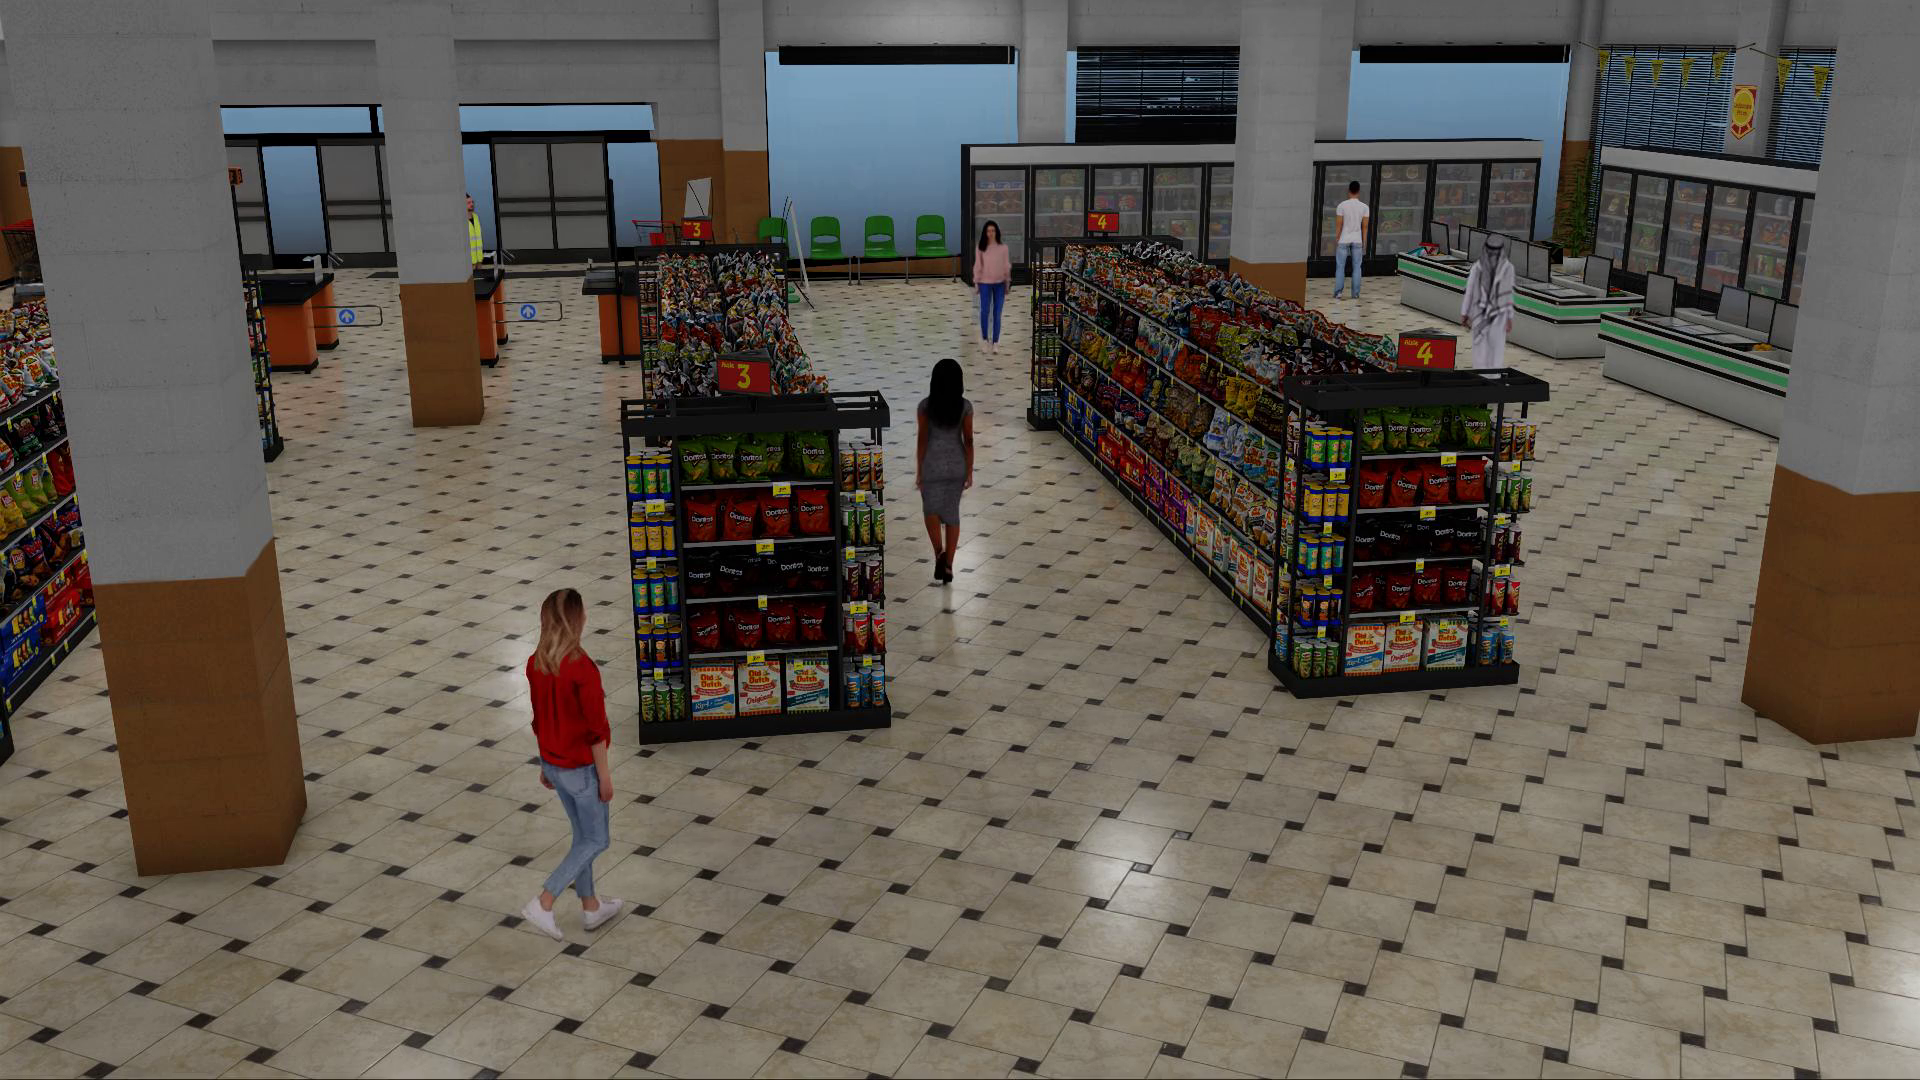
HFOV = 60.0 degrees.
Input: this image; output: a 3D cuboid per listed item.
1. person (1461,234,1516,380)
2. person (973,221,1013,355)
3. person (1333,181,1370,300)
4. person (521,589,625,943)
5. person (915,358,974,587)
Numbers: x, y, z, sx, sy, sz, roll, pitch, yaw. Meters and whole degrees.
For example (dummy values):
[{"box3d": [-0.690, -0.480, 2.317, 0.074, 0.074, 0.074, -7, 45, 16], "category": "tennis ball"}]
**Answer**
[{"box3d": [6.020, -2.484, 18.910, 0.966, 1.900, 1.205, 3, 17, 11], "category": "person"}, {"box3d": [0.433, -3.343, 21.995, 0.705, 1.751, 0.683, -1, 17, -2], "category": "person"}, {"box3d": [6.236, -4.788, 26.563, 0.720, 1.861, 0.643, 1, 17, 3], "category": "person"}, {"box3d": [-1.810, 1.070, 7.562, 0.914, 1.693, 0.965, 12, 21, 35], "category": "person"}, {"box3d": [-0.114, -0.464, 12.487, 0.630, 1.766, 0.768, -1, 17, -4], "category": "person"}]
